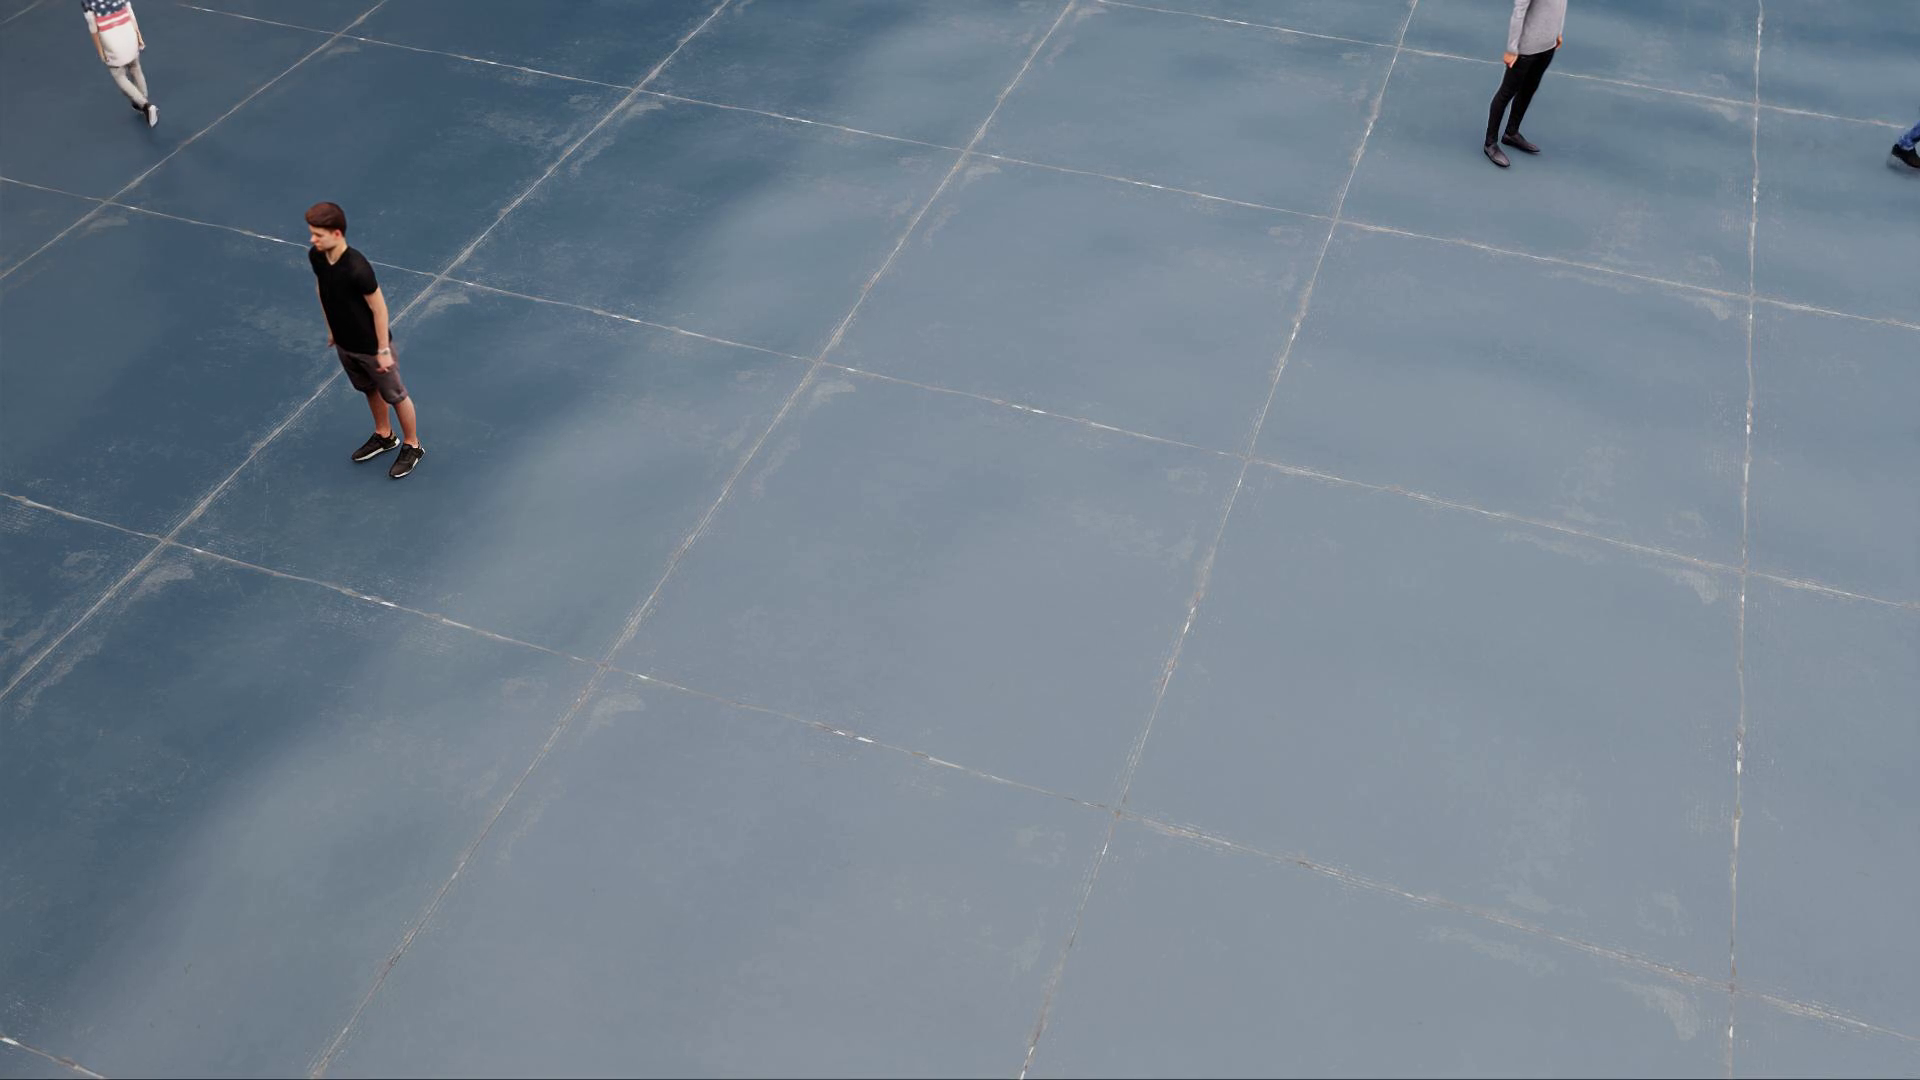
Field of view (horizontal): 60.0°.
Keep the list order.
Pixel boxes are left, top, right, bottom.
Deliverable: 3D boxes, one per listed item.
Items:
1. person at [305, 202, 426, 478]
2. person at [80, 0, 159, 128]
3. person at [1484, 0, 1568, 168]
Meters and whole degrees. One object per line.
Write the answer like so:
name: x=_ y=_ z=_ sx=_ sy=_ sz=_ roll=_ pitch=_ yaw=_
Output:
person: x=-3.587 y=-1.226 z=10.021 sx=0.609 sy=1.861 sz=0.784 roll=24 pitch=48 yaw=23
person: x=-6.699 y=-3.980 z=13.291 sx=0.902 sy=1.424 sz=0.713 roll=32 pitch=52 yaw=30
person: x=4.412 y=-3.861 z=12.799 sx=0.835 sy=1.922 sz=0.851 roll=-24 pitch=48 yaw=-24
